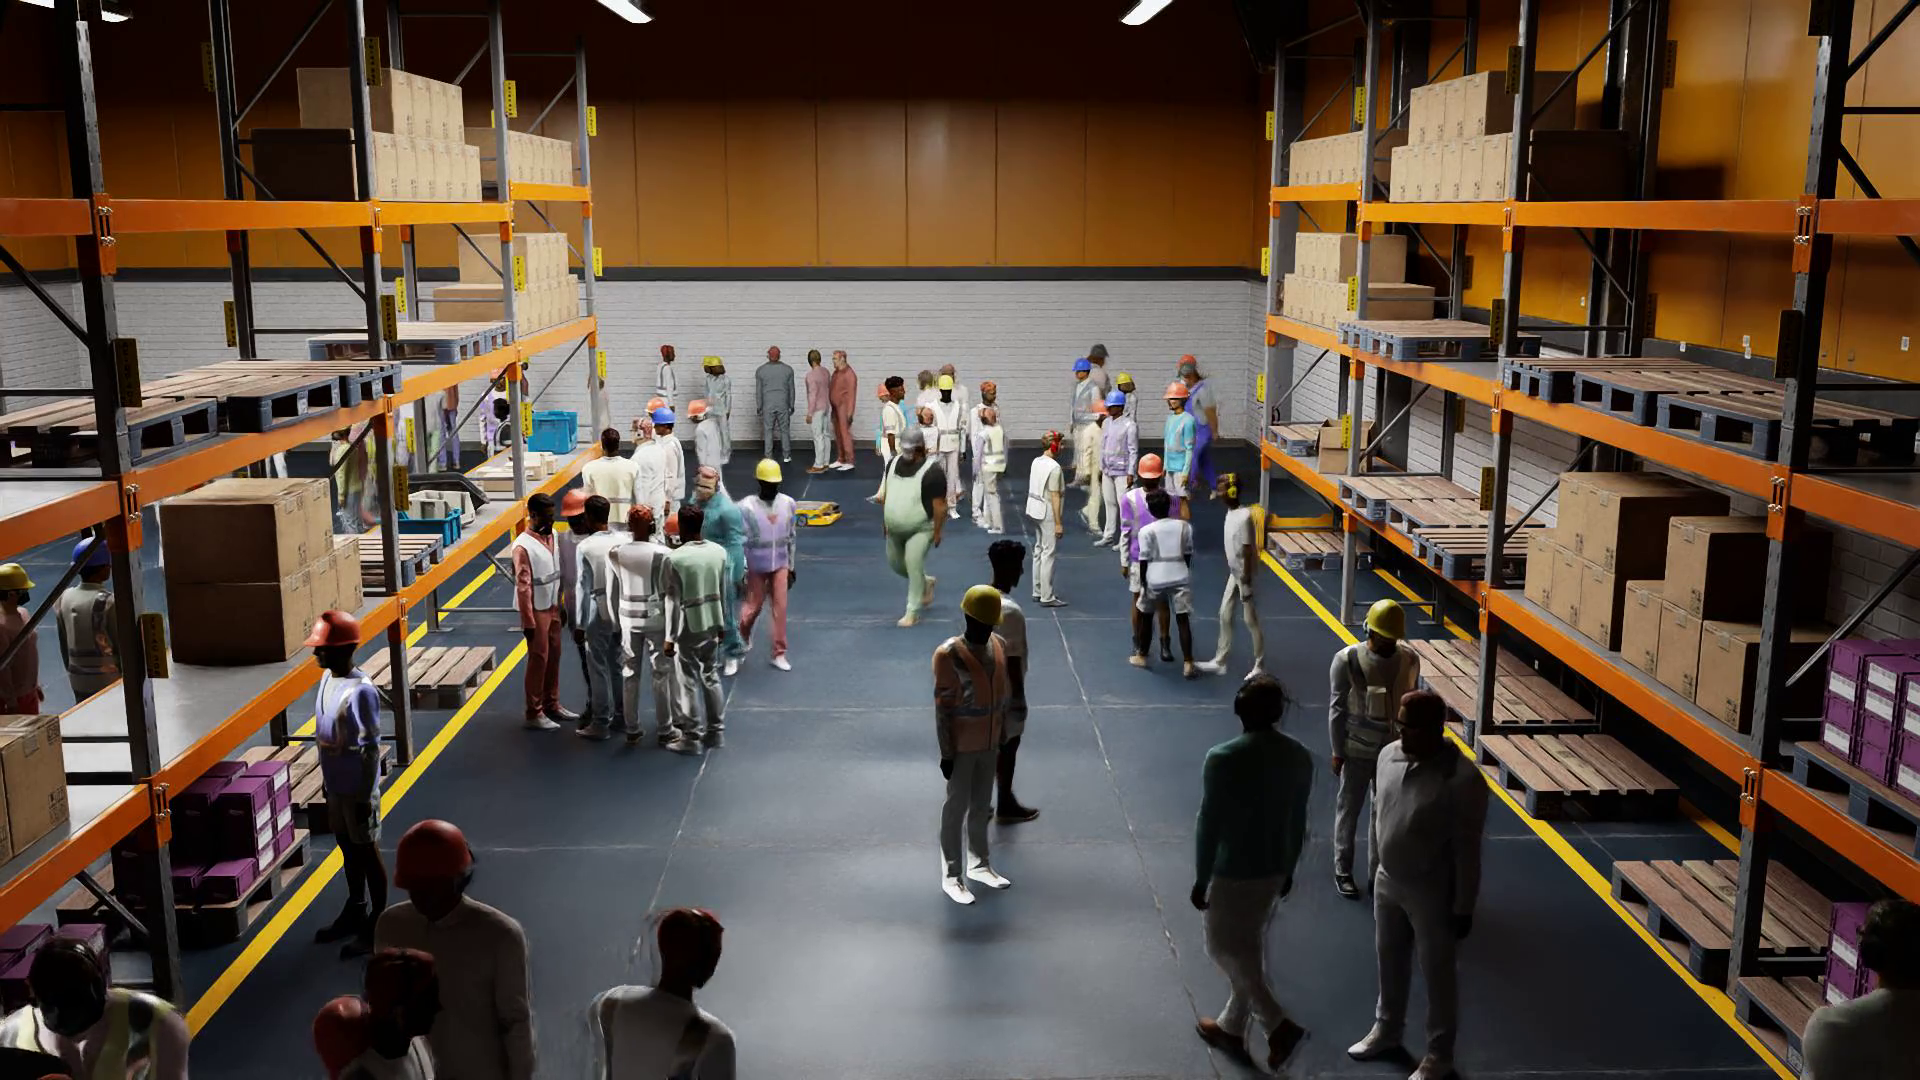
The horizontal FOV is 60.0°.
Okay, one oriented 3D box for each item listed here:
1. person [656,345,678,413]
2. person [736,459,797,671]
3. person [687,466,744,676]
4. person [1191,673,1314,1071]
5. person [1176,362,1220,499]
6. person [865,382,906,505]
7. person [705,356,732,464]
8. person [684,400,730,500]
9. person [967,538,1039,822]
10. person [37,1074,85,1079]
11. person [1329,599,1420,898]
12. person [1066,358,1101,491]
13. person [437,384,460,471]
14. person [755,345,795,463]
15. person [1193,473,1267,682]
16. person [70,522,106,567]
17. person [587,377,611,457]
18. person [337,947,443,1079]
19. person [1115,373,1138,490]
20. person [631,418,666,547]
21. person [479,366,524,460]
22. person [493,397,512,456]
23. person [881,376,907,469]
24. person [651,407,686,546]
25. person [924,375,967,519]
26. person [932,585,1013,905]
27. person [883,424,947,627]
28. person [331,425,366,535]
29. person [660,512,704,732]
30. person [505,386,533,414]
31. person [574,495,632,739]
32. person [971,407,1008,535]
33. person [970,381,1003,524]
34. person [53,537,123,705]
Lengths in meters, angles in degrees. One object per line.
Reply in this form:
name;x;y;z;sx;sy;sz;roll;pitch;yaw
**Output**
person;-4.823;-2.271;27.418;0.354;1.881;0.576;-5;12;-23
person;-1.774;0.189;15.030;0.599;1.907;0.797;-6;13;-28
person;-2.226;0.268;14.702;0.429;1.890;0.811;-10;15;-42
person;1.435;1.600;7.930;0.658;1.916;0.649;-7;13;-32
person;3.375;-1.577;23.539;0.858;2.000;0.710;-2;11;-9
person;-1.019;-1.340;23.174;0.826;1.708;0.569;-5;13;-25
person;-3.925;-2.098;26.900;0.492;1.744;0.295;6;13;26
person;-3.215;-0.926;21.138;0.646;1.711;0.592;3;12;13
person;0.264;0.950;11.090;0.523;1.956;0.611;-5;12;-22
person;-2.325;2.311;4.440;0.575;1.885;0.355;0;11;2
person;2.497;1.237;9.980;0.588;1.823;0.403;-3;12;-15
person;1.809;-1.691;24.346;0.406;1.945;0.613;-7;13;-32
person;-8.170;-2.092;26.232;0.384;1.996;0.610;8;14;34
person;-2.988;-2.193;26.957;0.641;1.913;0.407;-2;11;-10
person;2.404;0.329;14.532;0.653;1.832;0.524;-2;11;-9
person;-10.029;-0.510;19.060;0.533;1.695;0.319;6;13;27
person;-5.528;-1.769;25.582;0.341;1.617;0.538;0;11;0
person;-1.777;2.167;5.231;0.473;1.860;0.595;-1;11;-4
person;2.420;-1.586;24.377;0.323;1.730;0.491;-4;12;-21
person;-3.354;-0.355;17.752;0.399;1.909;0.642;1;11;7
person;-6.189;-1.370;22.498;0.607;2.044;0.371;-1;11;-5
person;-5.863;-0.996;21.490;0.317;1.695;0.540;-5;12;-23
person;-0.838;-1.152;21.595;0.367;1.966;0.607;1;11;3
person;-3.221;-0.499;18.368;0.385;1.948;0.603;-2;11;-10
person;-0.190;-1.232;22.093;0.587;1.928;0.381;-3;12;-12
person;0.097;1.197;9.941;0.381;1.917;0.585;10;15;42
person;-0.441;-0.186;16.565;0.685;2.000;0.734;8;14;35
person;-7.047;-0.552;19.110;0.340;1.760;0.525;-1;11;-5
person;-2.209;0.639;13.150;0.343;1.749;0.571;-4;12;-20
person;-6.140;-1.374;23.034;0.539;1.837;0.375;-5;12;-23
person;-2.767;0.596;12.993;0.408;1.907;0.598;6;13;27
person;0.335;-0.886;21.134;0.679;1.605;0.544;11;16;43
person;0.349;-1.146;21.807;0.352;1.878;0.568;8;14;35
person;-5.734;0.942;11.140;0.605;1.949;0.384;4;12;19
